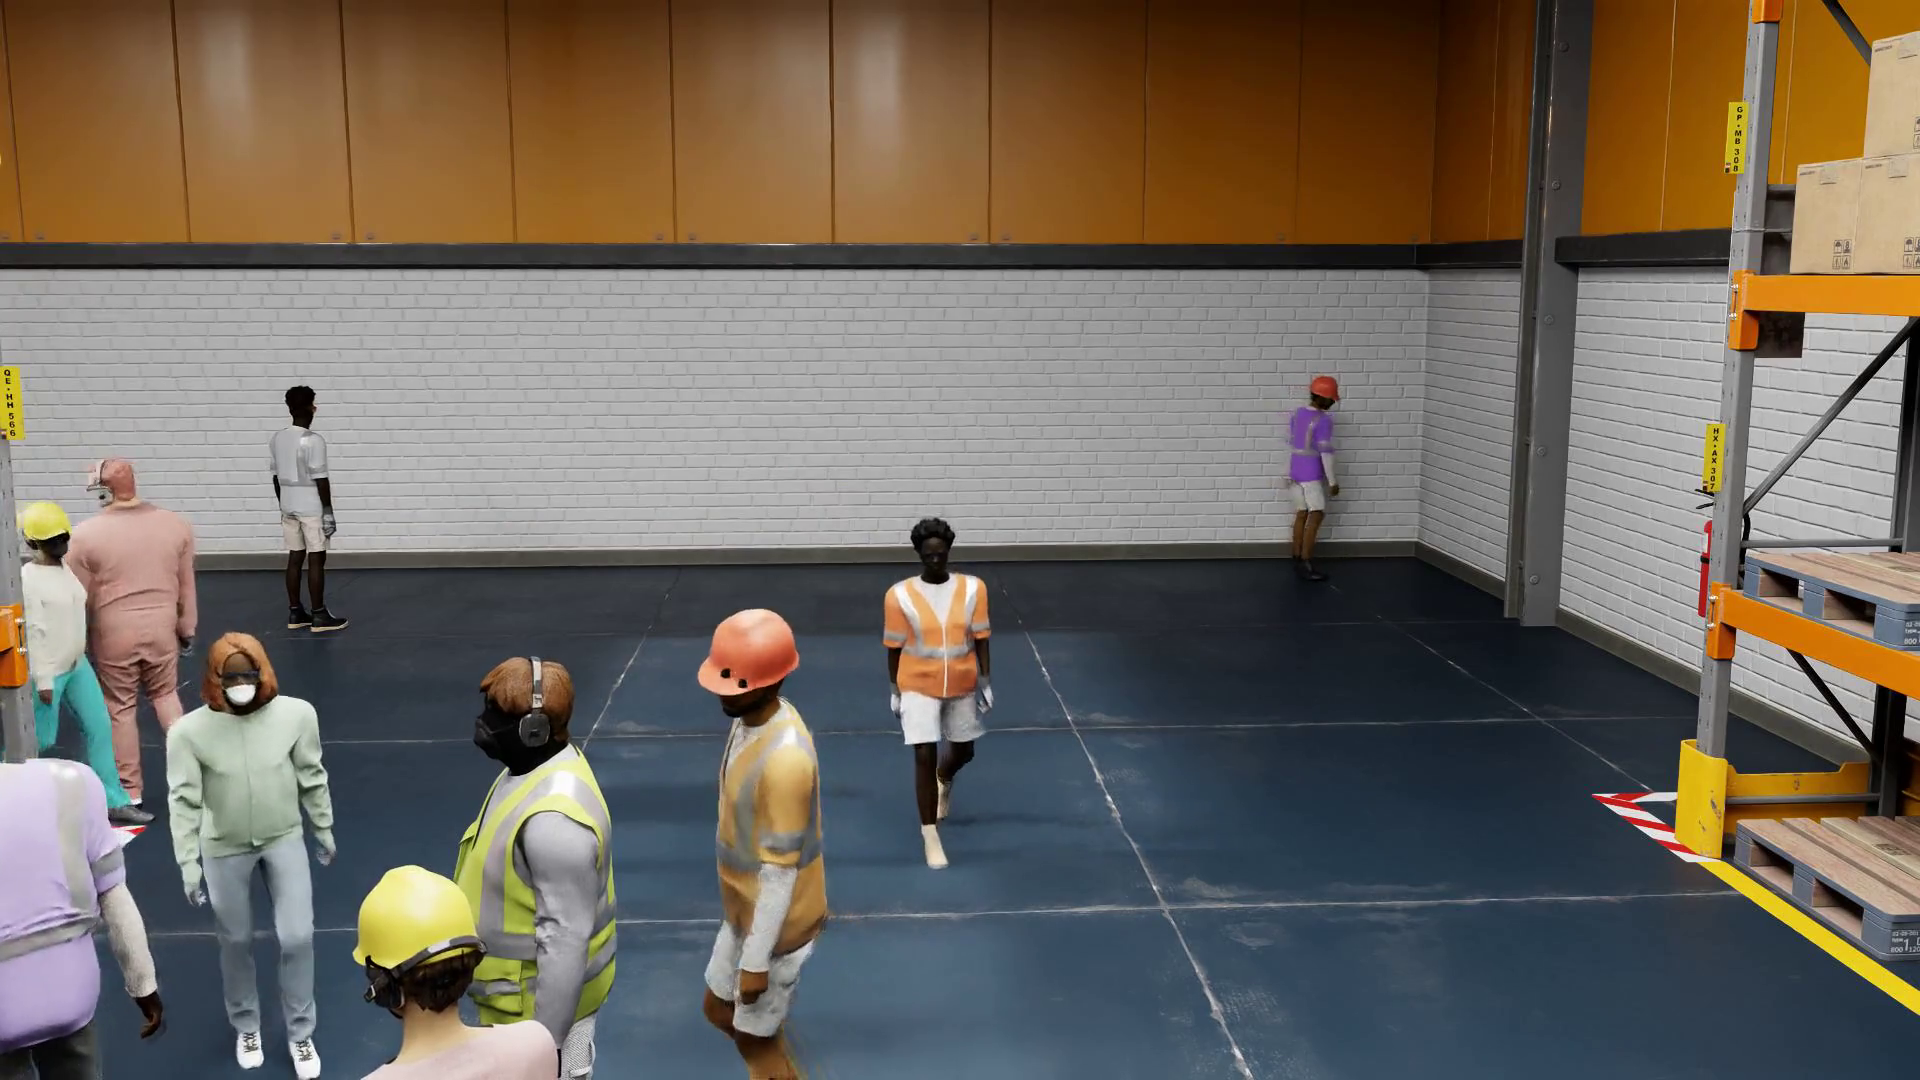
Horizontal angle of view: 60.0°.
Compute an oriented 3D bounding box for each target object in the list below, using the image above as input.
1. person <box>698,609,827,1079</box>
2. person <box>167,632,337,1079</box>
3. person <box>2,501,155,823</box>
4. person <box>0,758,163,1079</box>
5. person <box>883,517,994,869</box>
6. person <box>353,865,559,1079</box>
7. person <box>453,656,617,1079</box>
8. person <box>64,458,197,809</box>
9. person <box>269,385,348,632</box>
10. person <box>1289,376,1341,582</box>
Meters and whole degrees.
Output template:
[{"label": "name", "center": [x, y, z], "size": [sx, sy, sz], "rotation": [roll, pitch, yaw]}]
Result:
[{"label": "person", "center": [-0.587, 1.109, 4.959], "size": [0.397, 1.901, 0.601], "rotation": [-2, 9, -15]}, {"label": "person", "center": [-2.458, 1.111, 5.829], "size": [0.530, 1.607, 0.603], "rotation": [-5, 10, -29]}, {"label": "person", "center": [-4.631, 0.640, 8.433], "size": [0.806, 1.725, 0.540], "rotation": [0, 9, 3]}, {"label": "person", "center": [-2.440, 1.214, 4.309], "size": [0.495, 1.887, 0.666], "rotation": [9, 12, 43]}, {"label": "person", "center": [-0.124, 0.703, 8.165], "size": [0.534, 1.677, 0.706], "rotation": [-2, 9, -15]}, {"label": "person", "center": [-0.973, 1.470, 3.117], "size": [0.332, 1.761, 0.524], "rotation": [7, 11, 38]}, {"label": "person", "center": [-1.137, 1.214, 4.455], "size": [0.429, 1.846, 0.626], "rotation": [-3, 10, -21]}, {"label": "person", "center": [-4.386, 0.502, 8.788], "size": [0.435, 1.887, 0.674], "rotation": [7, 12, 39]}, {"label": "person", "center": [-5.214, -0.250, 13.267], "size": [0.633, 1.964, 0.361], "rotation": [5, 11, 31]}, {"label": "person", "center": [3.311, -0.585, 15.583], "size": [0.460, 1.903, 0.860], "rotation": [-3, 9, -16]}]
